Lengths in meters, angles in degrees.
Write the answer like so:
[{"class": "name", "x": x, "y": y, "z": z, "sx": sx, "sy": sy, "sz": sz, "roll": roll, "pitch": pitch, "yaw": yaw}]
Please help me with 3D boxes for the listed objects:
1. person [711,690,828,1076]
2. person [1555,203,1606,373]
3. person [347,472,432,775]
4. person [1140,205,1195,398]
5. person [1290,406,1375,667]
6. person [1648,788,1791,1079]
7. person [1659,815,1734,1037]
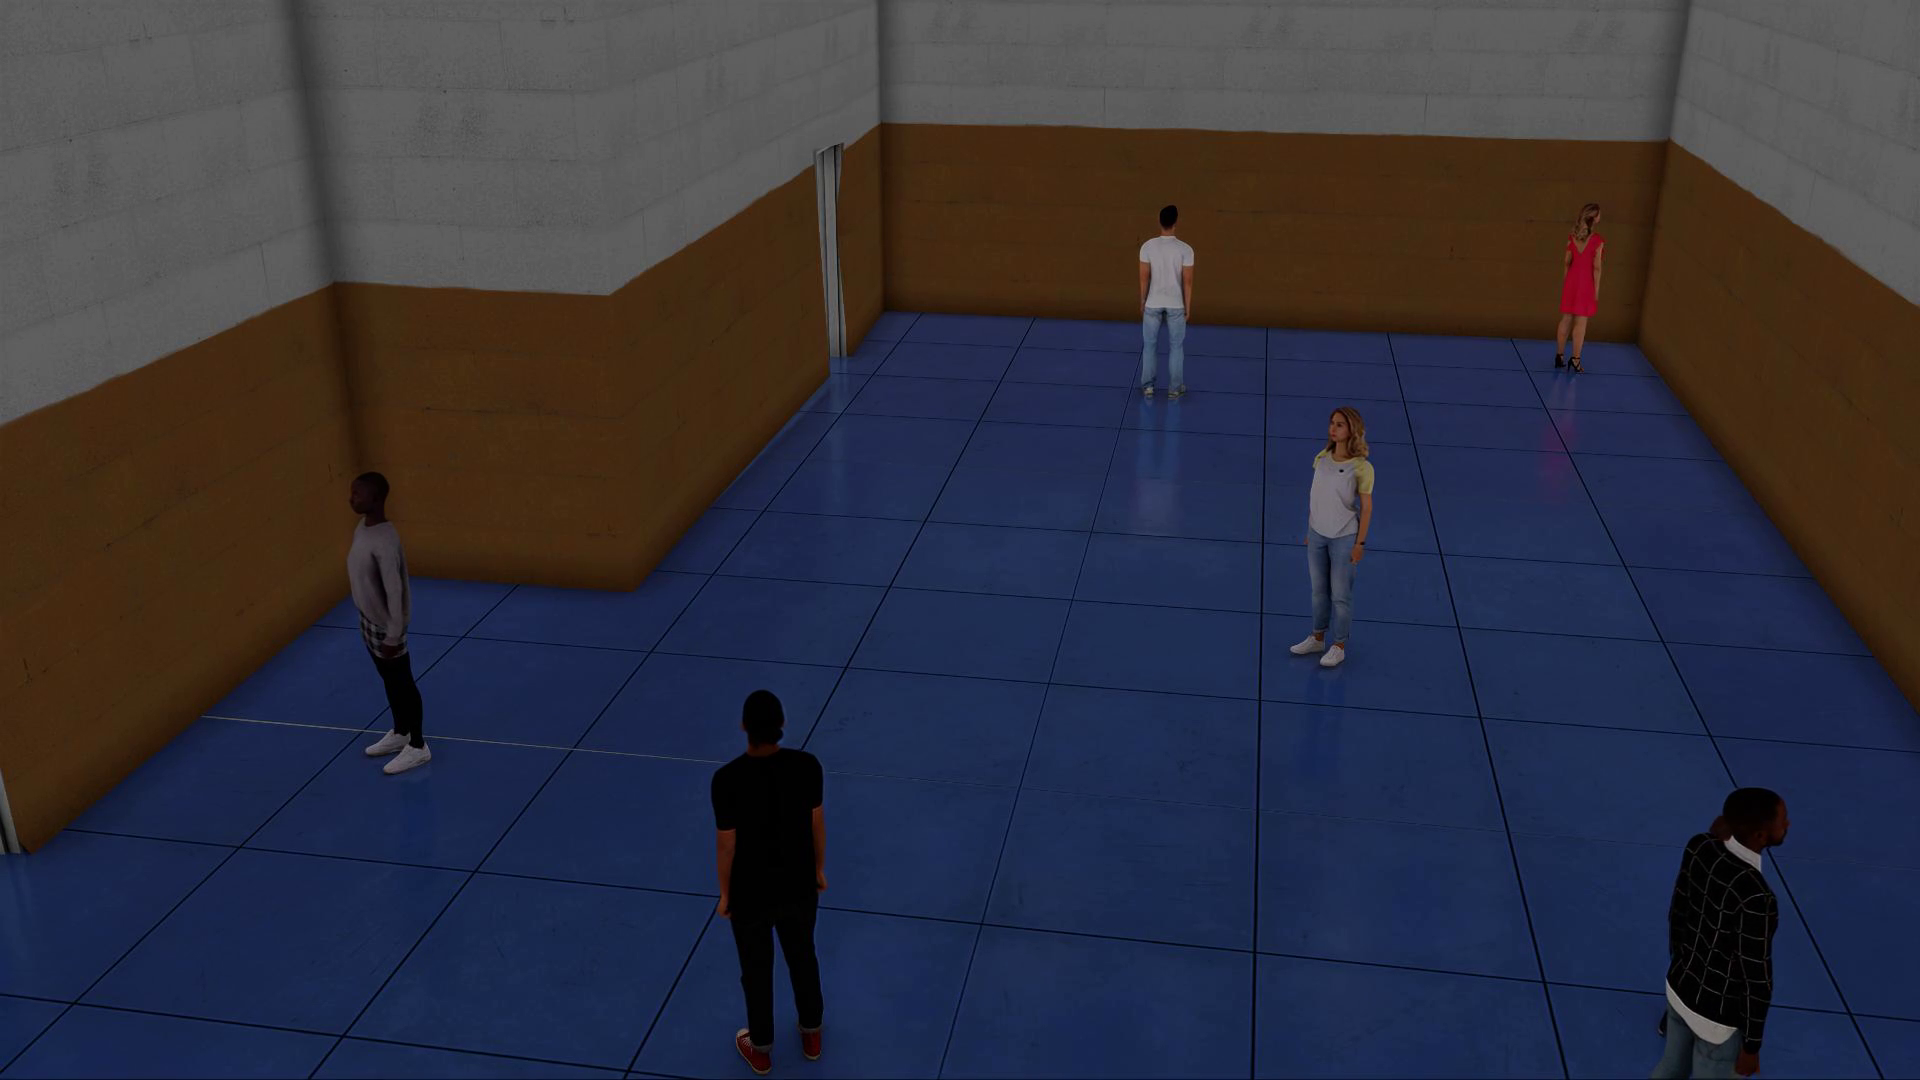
[{"class": "person", "x": -0.790, "y": 1.434, "z": 6.979, "sx": 0.666, "sy": 1.757, "sz": 0.773, "roll": -9, "pitch": 24, "yaw": -21}, {"class": "person", "x": 6.351, "y": -2.598, "z": 17.053, "sx": 0.717, "sy": 1.728, "sz": 0.664, "roll": -13, "pitch": 25, "yaw": -30}, {"class": "person", "x": -3.237, "y": 0.451, "z": 9.405, "sx": 0.752, "sy": 1.771, "sz": 0.684, "roll": -16, "pitch": 27, "yaw": -34}, {"class": "person", "x": 1.992, "y": -2.315, "z": 16.167, "sx": 0.499, "sy": 1.864, "sz": 0.743, "roll": 5, "pitch": 22, "yaw": 13}, {"class": "person", "x": 2.408, "y": -0.029, "z": 10.646, "sx": 0.768, "sy": 1.723, "sz": 0.692, "roll": -17, "pitch": 27, "yaw": -36}, {"class": "person", "x": 2.788, "y": 1.715, "z": 6.196, "sx": 0.665, "sy": 1.820, "sz": 0.736, "roll": -3, "pitch": 22, "yaw": -8}, {"class": "person", "x": 3.274, "y": 1.681, "z": 7.232, "sx": 0.412, "sy": 1.110, "sz": 0.518, "roll": 5, "pitch": 23, "yaw": 13}]
